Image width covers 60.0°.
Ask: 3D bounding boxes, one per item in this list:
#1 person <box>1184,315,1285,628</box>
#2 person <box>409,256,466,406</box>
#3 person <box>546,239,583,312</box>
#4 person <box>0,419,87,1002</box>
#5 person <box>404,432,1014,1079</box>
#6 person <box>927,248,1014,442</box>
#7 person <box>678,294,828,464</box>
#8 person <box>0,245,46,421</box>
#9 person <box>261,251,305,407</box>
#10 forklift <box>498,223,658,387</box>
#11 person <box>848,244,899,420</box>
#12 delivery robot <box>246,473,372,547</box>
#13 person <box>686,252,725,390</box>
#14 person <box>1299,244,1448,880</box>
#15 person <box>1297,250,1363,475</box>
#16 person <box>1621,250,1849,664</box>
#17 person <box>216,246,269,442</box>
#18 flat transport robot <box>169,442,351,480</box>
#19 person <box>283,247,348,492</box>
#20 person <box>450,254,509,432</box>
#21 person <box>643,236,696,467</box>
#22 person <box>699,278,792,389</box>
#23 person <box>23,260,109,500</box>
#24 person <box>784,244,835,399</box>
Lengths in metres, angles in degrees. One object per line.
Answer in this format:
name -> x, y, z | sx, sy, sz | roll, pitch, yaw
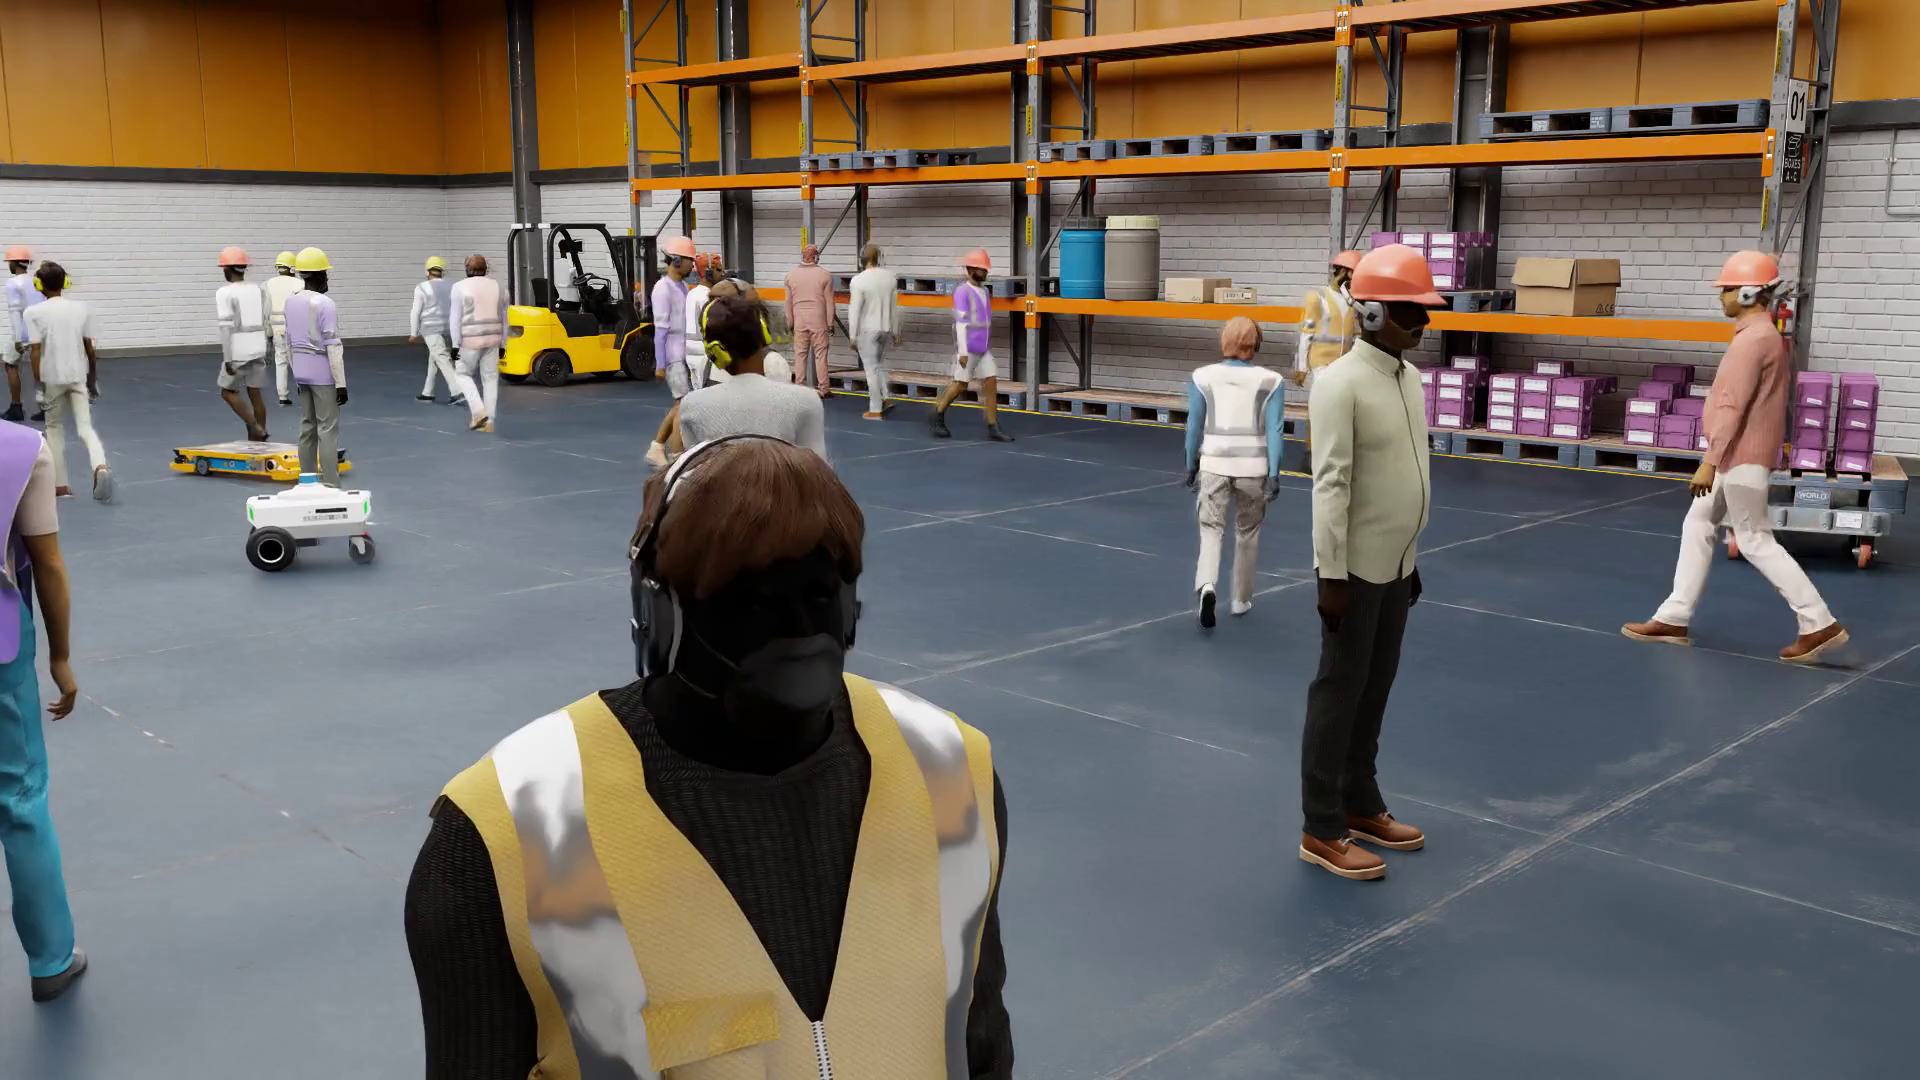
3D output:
person -> 1.412, -0.354, 8.629 | 0.524, 1.614, 0.700 | 3, 11, 15
person -> -6.230, -2.497, 19.897 | 0.959, 1.778, 0.580 | 6, 12, 32
person -> -6.354, -3.870, 26.867 | 0.613, 1.956, 0.381 | 1, 10, 4
person -> -2.597, 0.329, 4.279 | 0.565, 1.845, 0.387 | -5, 12, -26
person -> -0.200, 0.812, 1.663 | 0.627, 1.844, 0.429 | -6, 12, -30
person -> 0.086, -1.919, 16.406 | 0.941, 1.903, 0.557 | 7, 13, 34
person -> -0.592, 0.106, 5.573 | 0.688, 1.836, 0.307 | 2, 11, 11
person -> -10.242, -2.244, 18.130 | 0.798, 1.905, 0.562 | 3, 11, 15
person -> -7.891, -2.477, 19.616 | 0.600, 1.831, 0.404 | 1, 10, 3
forklift -> -5.316, -3.263, 22.920 | 2.313, 2.155, 1.214 | -10, 14, -44
person -> -0.969, -2.270, 18.238 | 0.444, 1.922, 0.652 | 10, 14, 43
delivery robot -> -4.006, -0.171, 10.260 | 0.707, 0.478, 0.477 | -4, 11, -20
person -> -2.108, -1.450, 13.880 | 0.337, 1.882, 0.583 | -5, 12, -27
person -> 1.321, 0.066, 5.314 | 0.392, 1.991, 0.625 | 8, 13, 38
person -> 3.156, -1.441, 13.818 | 0.557, 1.885, 0.878 | -5, 12, -26
person -> 3.788, -0.401, 7.958 | 0.980, 1.962, 0.604 | 5, 12, 26
person -> -6.578, -1.725, 15.292 | 0.449, 1.922, 0.553 | 6, 12, 28
flat transport robot -> -5.946, -0.686, 14.114 | 1.431, 0.197, 0.652 | 5, 12, 26
person -> -4.827, -1.226, 12.533 | 0.587, 1.930, 0.361 | 7, 12, 33
person -> -4.948, -2.016, 17.113 | 0.654, 1.830, 0.445 | -10, 14, -42
person -> -2.412, -1.553, 14.084 | 0.679, 2.011, 0.622 | 1, 10, 7
person -> -0.936, -0.201, 7.179 | 0.516, 1.842, 0.324 | 7, 13, 35
person -> -6.802, -1.207, 12.685 | 0.851, 1.847, 0.524 | 10, 14, 44
person -> -1.848, -2.710, 20.688 | 0.642, 1.909, 0.399 | 3, 11, 14
